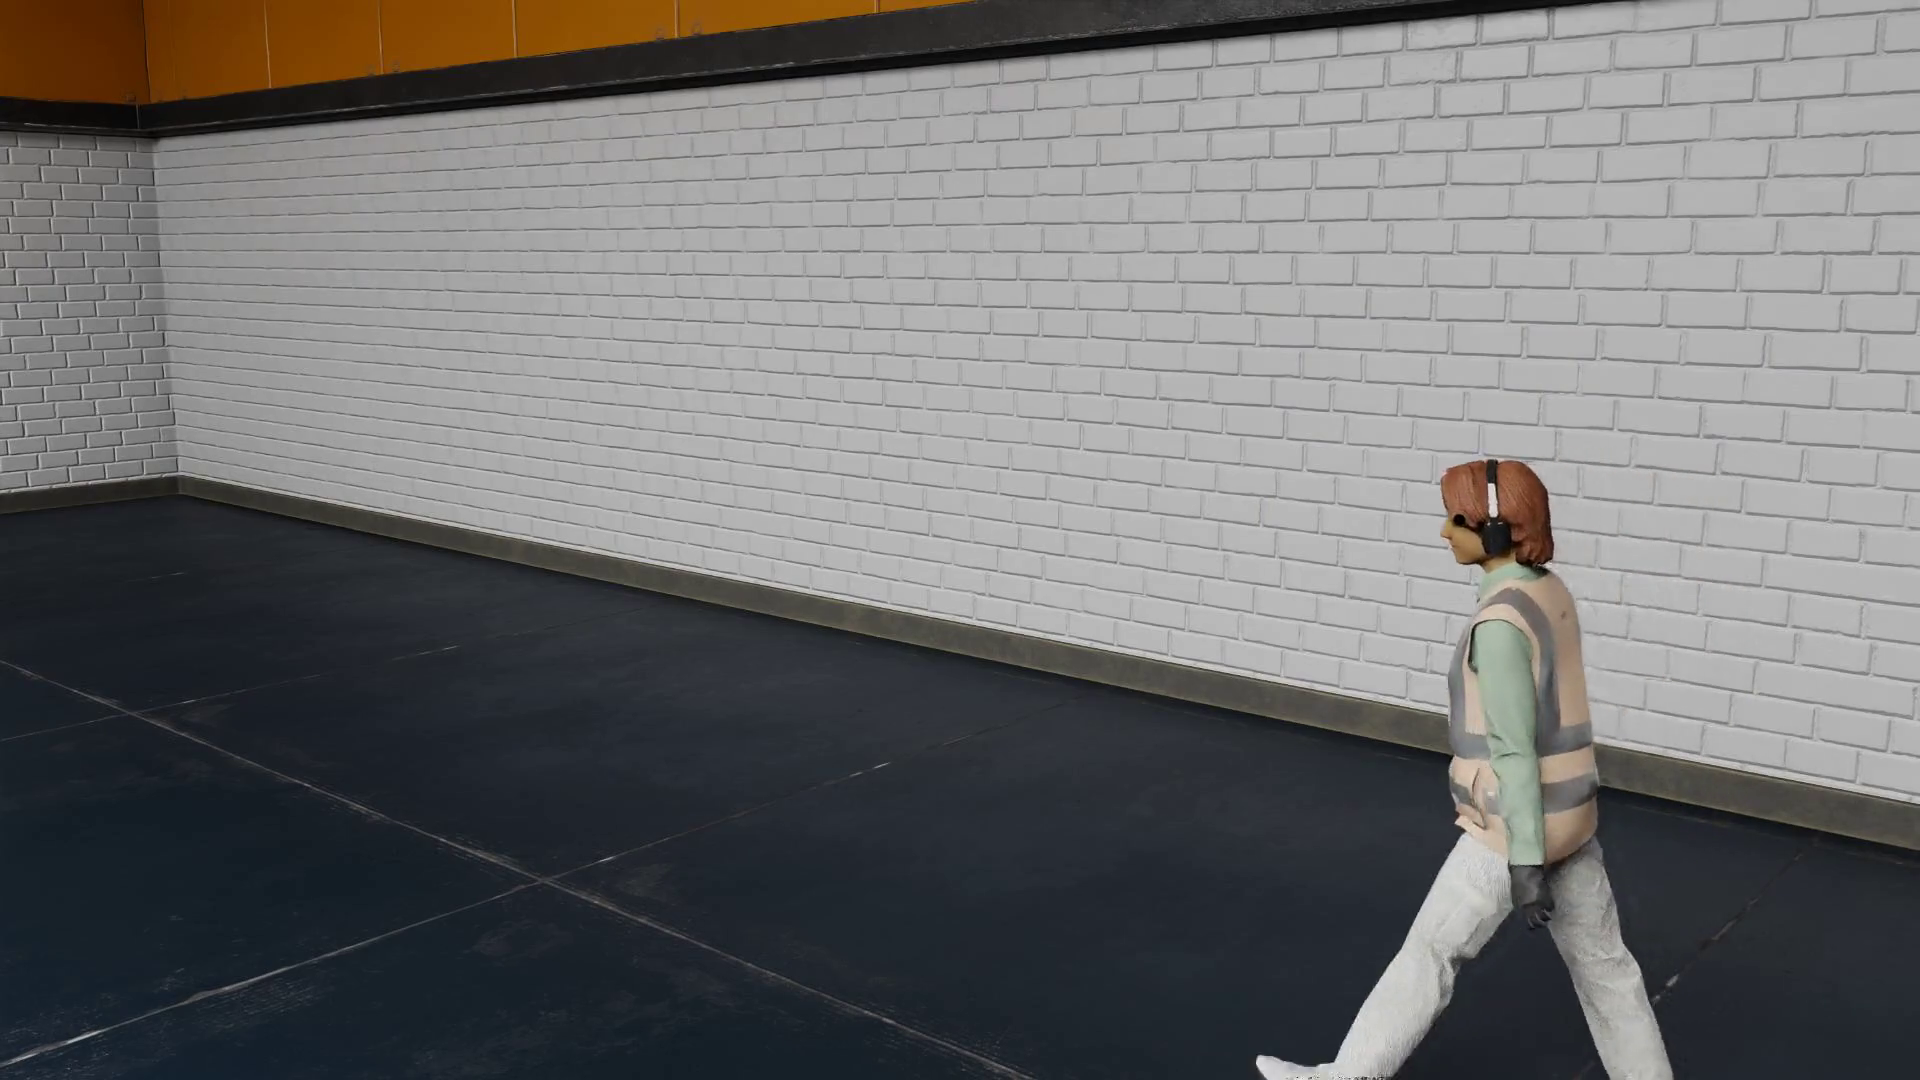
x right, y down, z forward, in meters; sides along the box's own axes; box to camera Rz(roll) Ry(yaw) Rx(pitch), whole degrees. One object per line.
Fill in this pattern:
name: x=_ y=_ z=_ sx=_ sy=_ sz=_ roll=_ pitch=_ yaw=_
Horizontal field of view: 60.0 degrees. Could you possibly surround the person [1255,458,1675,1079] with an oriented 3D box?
person: x=1.159 y=0.612 z=3.623 sx=0.943 sy=1.574 sz=0.548 roll=6 pitch=12 yaw=32
